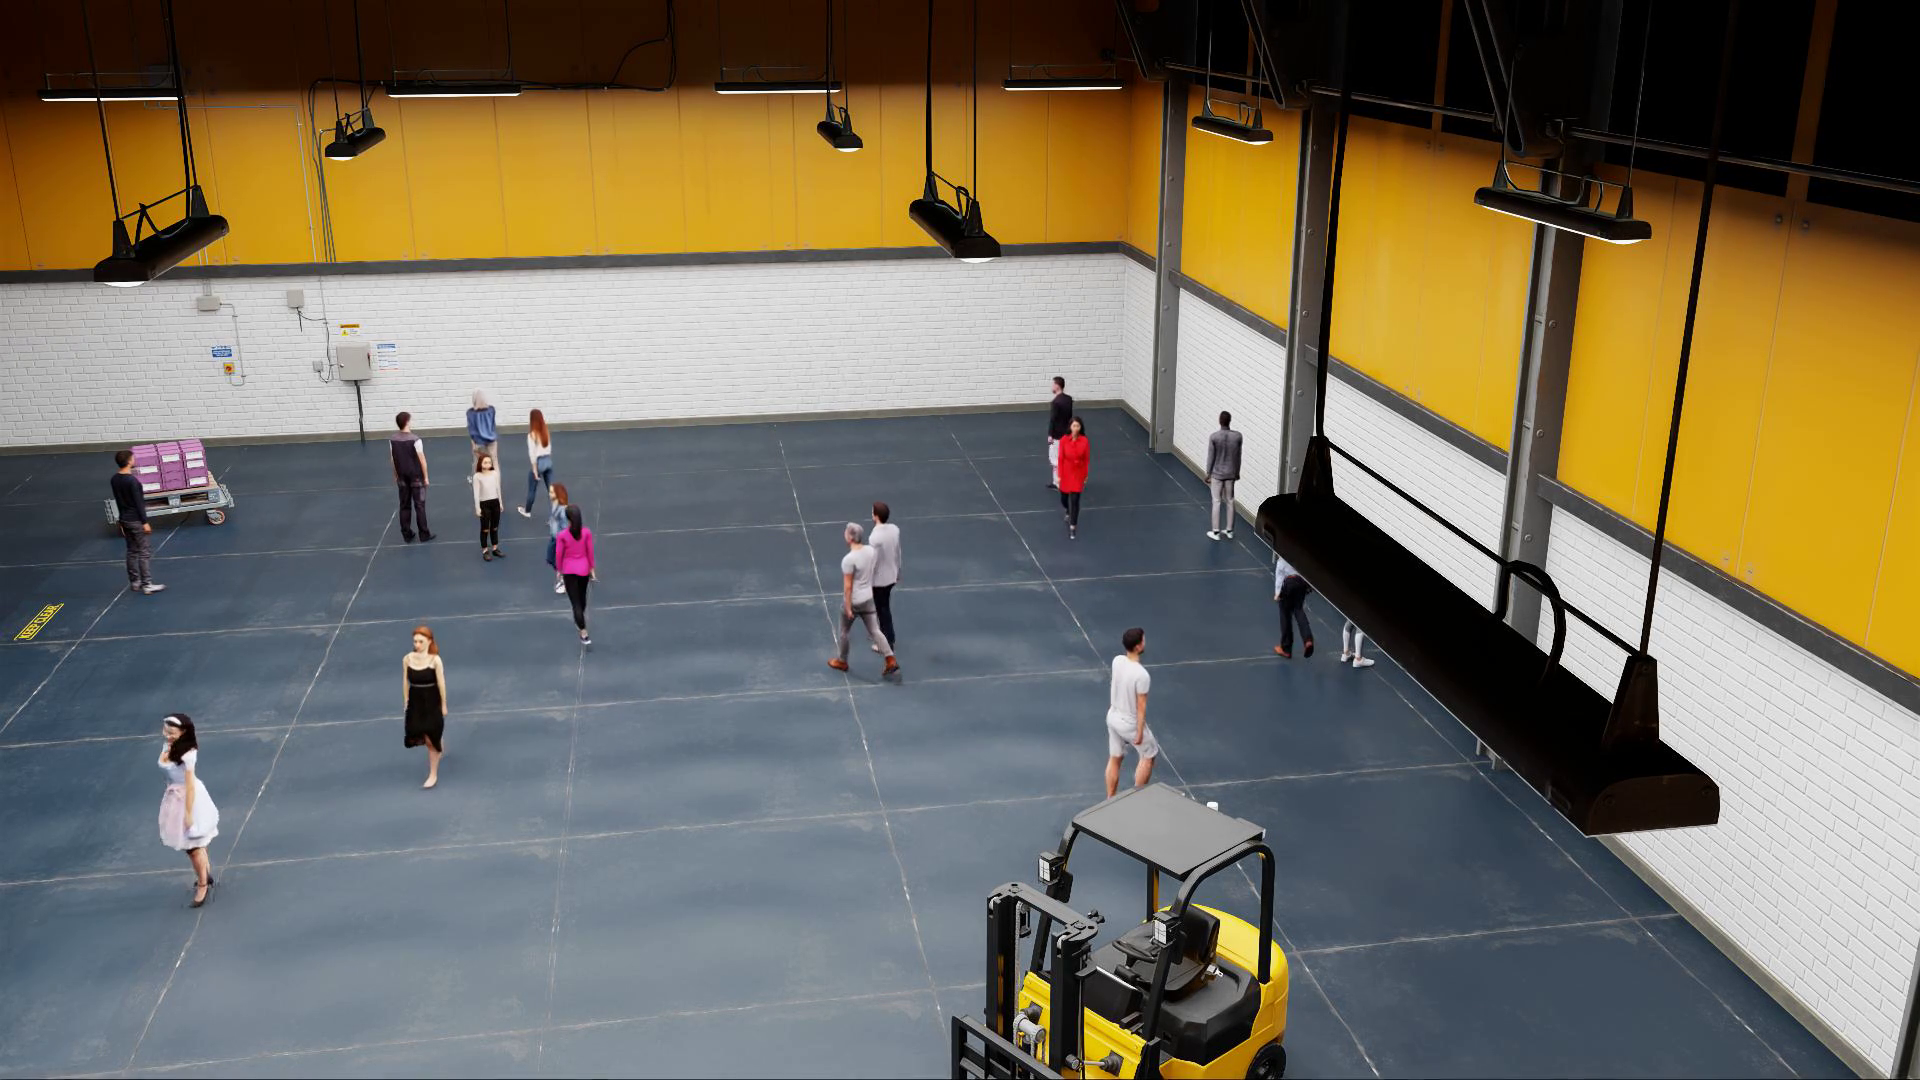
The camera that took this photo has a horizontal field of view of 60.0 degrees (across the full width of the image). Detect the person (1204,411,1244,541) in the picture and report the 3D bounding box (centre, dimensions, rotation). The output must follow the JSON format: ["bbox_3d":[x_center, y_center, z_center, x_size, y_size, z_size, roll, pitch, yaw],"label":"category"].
[{"bbox_3d":[3.709,-0.917,23.423,0.706,1.836,0.560,-5,19,-14],"label":"person"}]

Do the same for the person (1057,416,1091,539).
[{"bbox_3d":[1.582,-0.917,23.591,0.761,1.728,1.050,1,19,3],"label":"person"}]

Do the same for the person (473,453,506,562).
[{"bbox_3d":[-6.421,-0.469,22.644,0.617,1.483,0.638,-17,25,-42],"label":"person"}]

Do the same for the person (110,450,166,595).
[{"bbox_3d":[-10.622,-0.234,21.352,0.720,1.863,0.760,11,21,28],"label":"person"}]

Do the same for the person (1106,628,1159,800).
[{"bbox_3d":[1.496,1.718,15.594,0.892,1.838,0.790,-13,23,-34],"label":"person"}]

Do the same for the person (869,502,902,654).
[{"bbox_3d":[-0.817,0.459,19.324,0.866,1.843,0.791,11,22,30],"label":"person"}]

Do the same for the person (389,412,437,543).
[{"bbox_3d":[-7.707,-0.888,23.318,0.728,1.848,0.706,3,19,10],"label":"person"}]

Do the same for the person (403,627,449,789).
[{"bbox_3d":[-5.213,1.589,16.333,0.695,1.611,0.862,2,19,5],"label":"person"}]

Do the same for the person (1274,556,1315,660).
[{"bbox_3d":[3.882,0.570,19.098,0.740,1.777,0.941,-7,20,-19],"label":"person"}]

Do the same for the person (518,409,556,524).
[{"bbox_3d":[-5.966,-1.020,23.956,1.139,1.690,1.024,15,24,38],"label":"person"}]

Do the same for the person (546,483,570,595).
[{"bbox_3d":[-5.071,-0.038,21.384,0.735,1.470,0.634,-15,24,-38],"label":"person"}]

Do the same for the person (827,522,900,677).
[{"bbox_3d":[-1.061,0.700,18.682,1.283,1.797,1.168,15,24,38],"label":"person"}]

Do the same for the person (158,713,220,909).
[{"bbox_3d":[-6.539,2.258,14.061,0.935,1.793,0.862,-12,22,-33],"label":"person"}]

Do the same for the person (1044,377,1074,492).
[{"bbox_3d":[1.584,-1.573,25.403,1.074,1.815,1.037,12,22,32],"label":"person"}]

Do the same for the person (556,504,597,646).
[{"bbox_3d":[-4.522,0.442,19.672,0.797,1.653,1.173,-9,20,-24],"label":"person"}]

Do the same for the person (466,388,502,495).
[{"bbox_3d":[-7.191,-1.451,25.300,0.927,1.648,1.200,-12,22,-31],"label":"person"}]
